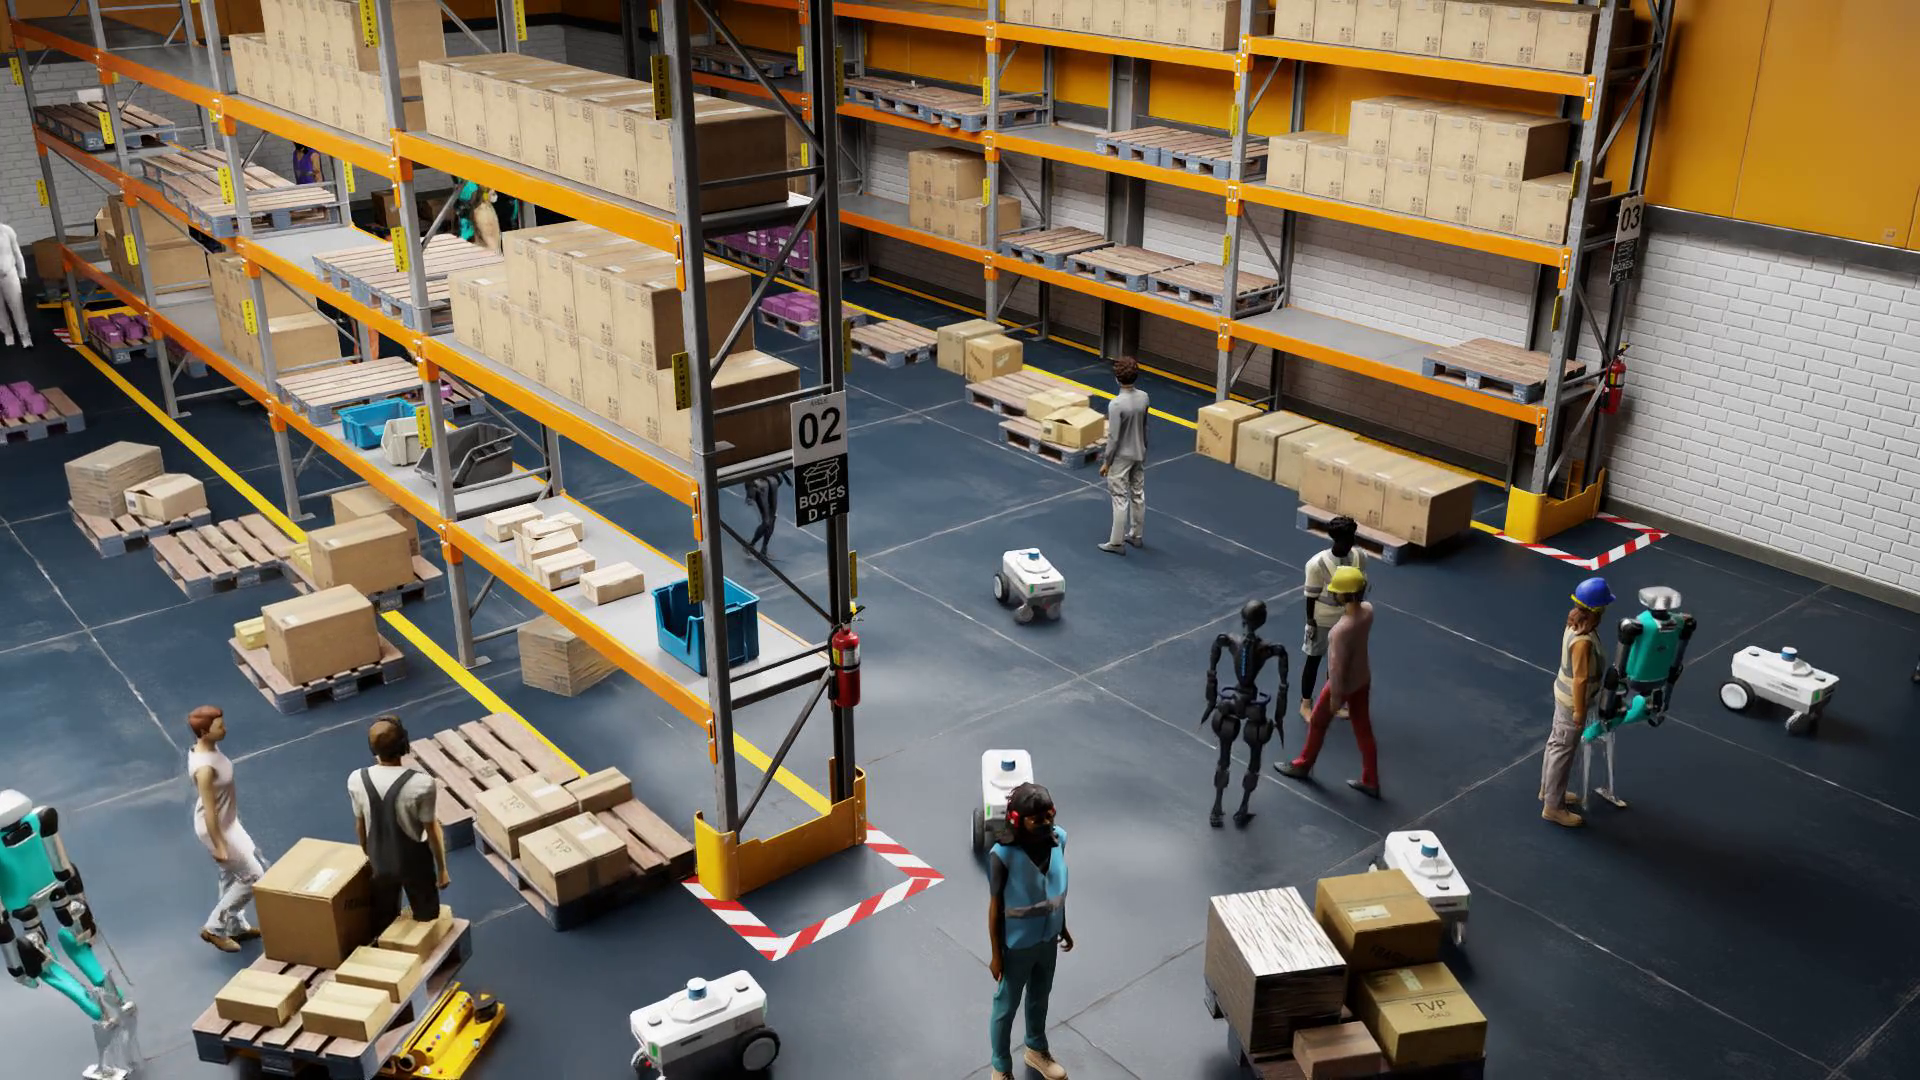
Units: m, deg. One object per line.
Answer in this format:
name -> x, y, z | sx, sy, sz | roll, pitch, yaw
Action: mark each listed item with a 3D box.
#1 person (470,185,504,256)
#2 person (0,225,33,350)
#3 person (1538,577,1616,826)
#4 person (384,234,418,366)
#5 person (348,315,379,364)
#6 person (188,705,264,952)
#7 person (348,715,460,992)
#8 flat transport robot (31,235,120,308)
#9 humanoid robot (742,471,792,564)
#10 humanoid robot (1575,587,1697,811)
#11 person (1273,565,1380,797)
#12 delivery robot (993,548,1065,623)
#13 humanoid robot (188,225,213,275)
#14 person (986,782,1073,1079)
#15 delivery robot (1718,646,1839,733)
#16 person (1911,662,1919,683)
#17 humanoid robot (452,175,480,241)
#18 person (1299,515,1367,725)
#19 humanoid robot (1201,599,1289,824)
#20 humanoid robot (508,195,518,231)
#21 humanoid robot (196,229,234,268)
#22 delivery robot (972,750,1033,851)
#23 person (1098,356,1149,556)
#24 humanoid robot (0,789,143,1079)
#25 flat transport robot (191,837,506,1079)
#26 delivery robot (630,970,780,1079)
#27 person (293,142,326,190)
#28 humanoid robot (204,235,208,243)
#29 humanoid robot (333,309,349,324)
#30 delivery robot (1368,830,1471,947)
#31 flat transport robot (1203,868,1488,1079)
person -> -6.426, -3.992, 22.900 | 0.768, 1.842, 0.570 | 2, 23, 5
person -> -12.359, -3.343, 21.381 | 0.655, 1.857, 0.978 | -13, 26, -27
person -> 4.172, 1.074, 11.250 | 0.301, 1.780, 0.476 | 6, 24, 14
person -> -6.838, -2.927, 20.595 | 0.580, 1.720, 0.688 | -16, 28, -33
person -> -7.153, -2.688, 19.990 | 0.507, 1.758, 0.341 | 12, 26, 26
person -> -4.368, 1.717, 9.916 | 0.358, 1.643, 0.466 | -10, 25, -21
person -> -3.149, 1.835, 9.425 | 0.505, 1.835, 0.364 | 2, 23, 6
flat transport robot -> -12.432, -3.545, 23.852 | 1.431, 0.231, 0.659 | -10, 25, -22
humanoid robot -> -1.796, -0.592, 15.258 | 0.341, 1.652, 0.609 | 12, 26, 27
humanoid robot -> 4.498, 1.074, 11.346 | 0.539, 1.824, 0.732 | -5, 24, -12
person -> 2.651, 0.961, 11.578 | 0.771, 1.723, 0.547 | 19, 30, 38
delivery robot -> 0.617, 0.359, 14.475 | 0.514, 0.613, 0.785 | -8, 25, -18
humanoid robot -> -10.587, -4.026, 23.186 | 0.349, 1.643, 0.589 | 2, 23, 4
person -> 0.355, 2.104, 8.759 | 0.514, 1.866, 0.392 | -17, 29, -34
delivery robot -> 6.262, 1.102, 12.738 | 0.525, 0.601, 0.772 | -17, 29, -35
person -> 7.802, 0.262, 12.959 | 0.547, 1.923, 0.385 | 15, 27, 31
humanoid robot -> -7.437, -4.670, 24.653 | 0.534, 1.775, 0.995 | 9, 25, 19
person -> 2.797, 0.592, 12.475 | 0.533, 1.693, 0.320 | -10, 25, -21
humanoid robot -> 1.904, 1.162, 11.183 | 0.593, 1.651, 0.322 | 10, 25, 22
humanoid robot -> -7.129, -5.530, 26.725 | 0.560, 1.884, 0.821 | -19, 30, -37
humanoid robot -> -10.244, -3.940, 22.988 | 0.328, 1.655, 0.591 | 20, 30, 38
delivery robot -> 0.326, 1.751, 11.251 | 0.499, 0.614, 0.815 | 0, 23, -1
person -> 1.544, -0.772, 15.380 | 0.531, 1.898, 0.394 | -18, 29, -35
humanoid robot -> -4.683, 2.191, 8.789 | 0.727, 1.839, 0.543 | 9, 25, 20
flat transport robot -> -3.369, 2.711, 9.367 | 1.431, 0.231, 0.659 | 5, 24, 12
delivery robot -> -1.409, 2.662, 9.108 | 0.773, 0.586, 0.499 | -15, 27, -30
person -> -10.395, -5.640, 26.623 | 0.551, 1.921, 0.426 | 12, 26, 26
humanoid robot -> -11.620, -5.151, 25.818 | 0.584, 1.658, 0.372 | 10, 25, 23
humanoid robot -> -8.492, -3.684, 22.455 | 0.792, 1.864, 0.534 | 7, 24, 16
delivery robot -> 2.891, 2.127, 10.358 | 0.499, 0.595, 0.781 | -2, 23, -4
flat transport robot -> 2.063, 2.849, 9.046 | 0.659, 0.231, 1.431 | -5, 24, -11
